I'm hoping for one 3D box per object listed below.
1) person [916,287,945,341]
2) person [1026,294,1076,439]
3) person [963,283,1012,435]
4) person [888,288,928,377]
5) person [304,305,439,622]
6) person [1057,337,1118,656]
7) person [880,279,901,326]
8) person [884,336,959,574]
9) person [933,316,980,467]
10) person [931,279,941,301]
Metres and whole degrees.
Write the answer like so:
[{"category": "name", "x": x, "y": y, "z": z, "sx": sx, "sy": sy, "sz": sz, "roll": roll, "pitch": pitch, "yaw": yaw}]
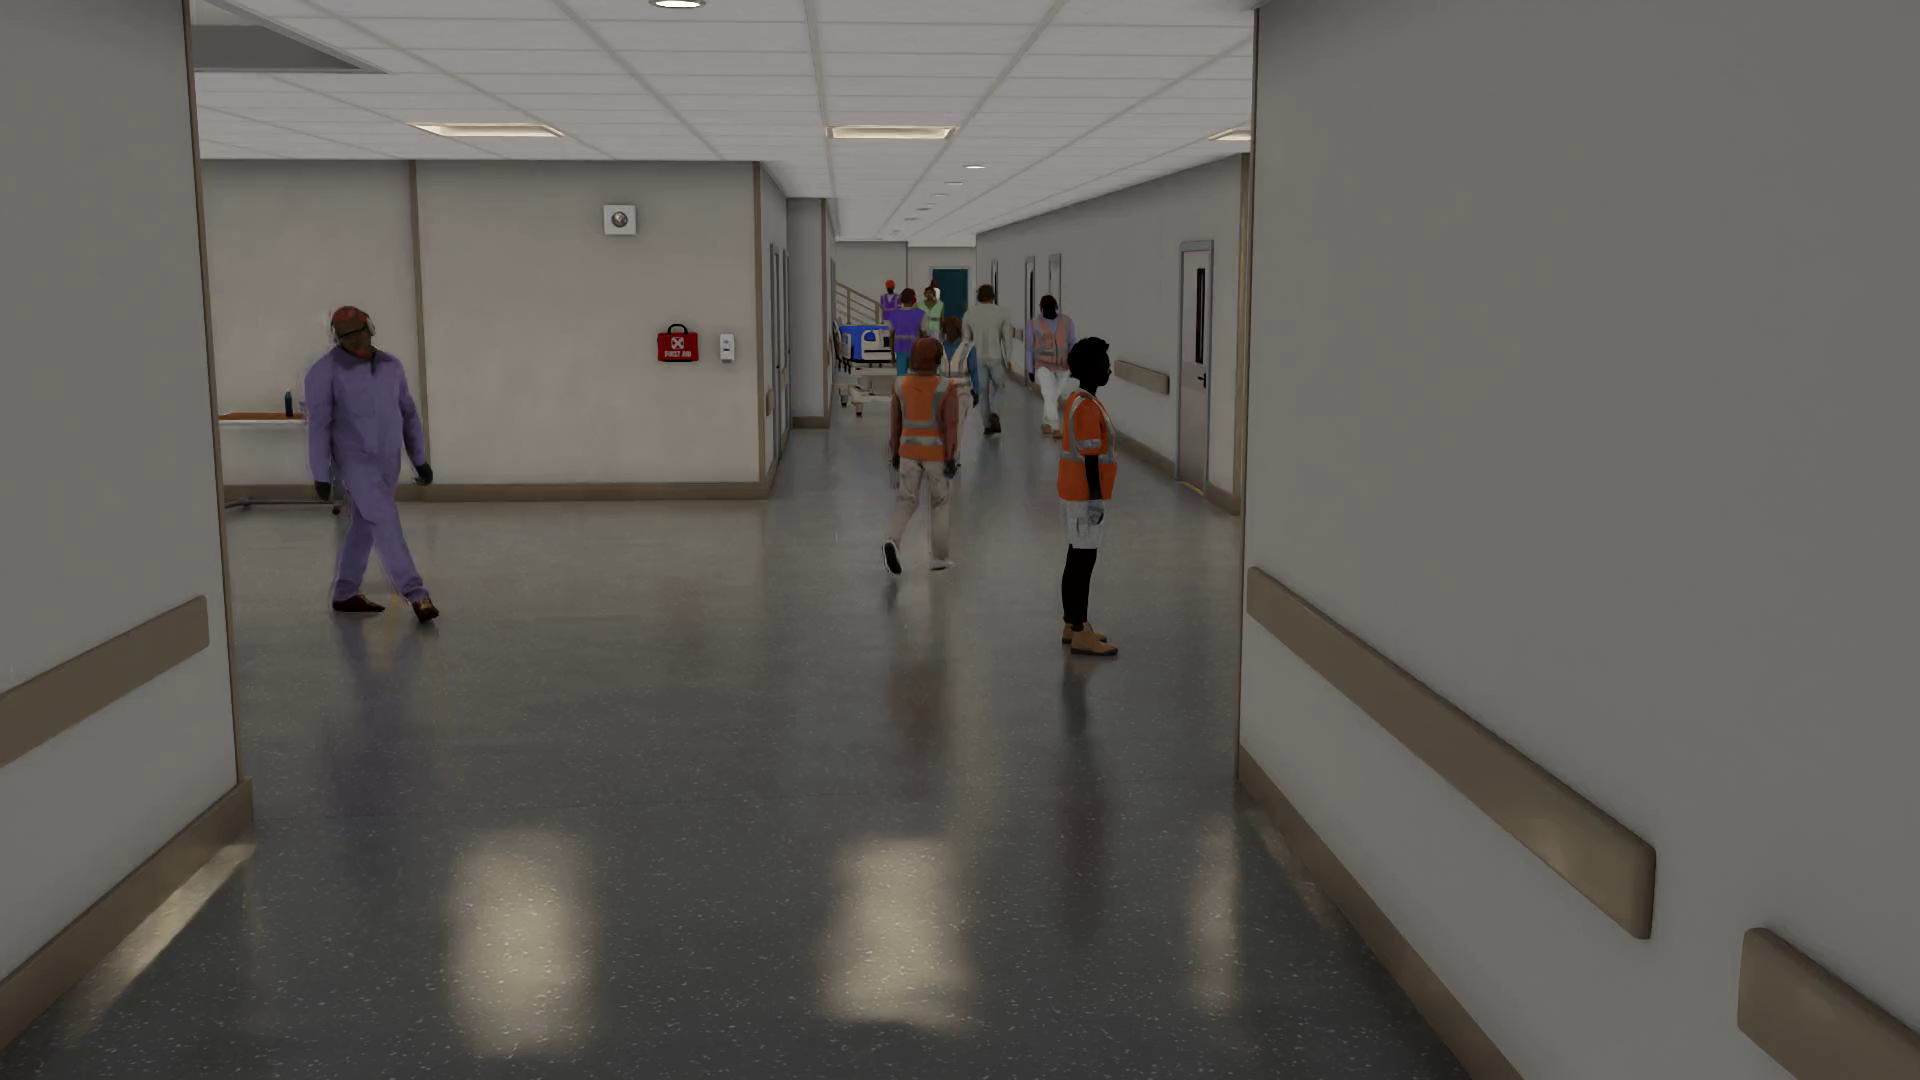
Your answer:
[{"category": "person", "x": -0.612, "y": -4.189, "z": 33.466, "sx": 0.588, "sy": 1.795, "sz": 0.992, "roll": 1, "pitch": 9, "yaw": 8}, {"category": "person", "x": 1.131, "y": -2.182, "z": 20.870, "sx": 0.613, "sy": 1.795, "sz": 0.967, "roll": -2, "pitch": 9, "yaw": -14}, {"category": "person", "x": 0.345, "y": -2.283, "z": 21.054, "sx": 0.634, "sy": 1.921, "sz": 0.467, "roll": 2, "pitch": 9, "yaw": 10}, {"category": "person", "x": -0.717, "y": -2.590, "z": 23.243, "sx": 0.566, "sy": 1.844, "sz": 0.401, "roll": 2, "pitch": 9, "yaw": 12}, {"category": "person", "x": -3.414, "y": -0.442, "z": 9.725, "sx": 0.892, "sy": 1.843, "sz": 0.634, "roll": 4, "pitch": 10, "yaw": 22}, {"category": "person", "x": 0.683, "y": -0.236, "z": 8.919, "sx": 0.318, "sy": 1.697, "sz": 0.535, "roll": -1, "pitch": 9, "yaw": -4}, {"category": "person", "x": -1.694, "y": -5.463, "z": 41.024, "sx": 0.551, "sy": 1.920, "sz": 0.542, "roll": 2, "pitch": 9, "yaw": 13}, {"category": "person", "x": -0.273, "y": -0.561, "z": 11.226, "sx": 0.522, "sy": 1.619, "sz": 0.699, "roll": 4, "pitch": 10, "yaw": 24}, {"category": "person", "x": -0.098, "y": -1.502, "z": 17.197, "sx": 0.529, "sy": 1.590, "sz": 0.864, "roll": 4, "pitch": 10, "yaw": 22}, {"category": "person", "x": -0.862, "y": -7.784, "z": 55.719, "sx": 0.355, "sy": 1.884, "sz": 0.575, "roll": 4, "pitch": 10, "yaw": 25}]
